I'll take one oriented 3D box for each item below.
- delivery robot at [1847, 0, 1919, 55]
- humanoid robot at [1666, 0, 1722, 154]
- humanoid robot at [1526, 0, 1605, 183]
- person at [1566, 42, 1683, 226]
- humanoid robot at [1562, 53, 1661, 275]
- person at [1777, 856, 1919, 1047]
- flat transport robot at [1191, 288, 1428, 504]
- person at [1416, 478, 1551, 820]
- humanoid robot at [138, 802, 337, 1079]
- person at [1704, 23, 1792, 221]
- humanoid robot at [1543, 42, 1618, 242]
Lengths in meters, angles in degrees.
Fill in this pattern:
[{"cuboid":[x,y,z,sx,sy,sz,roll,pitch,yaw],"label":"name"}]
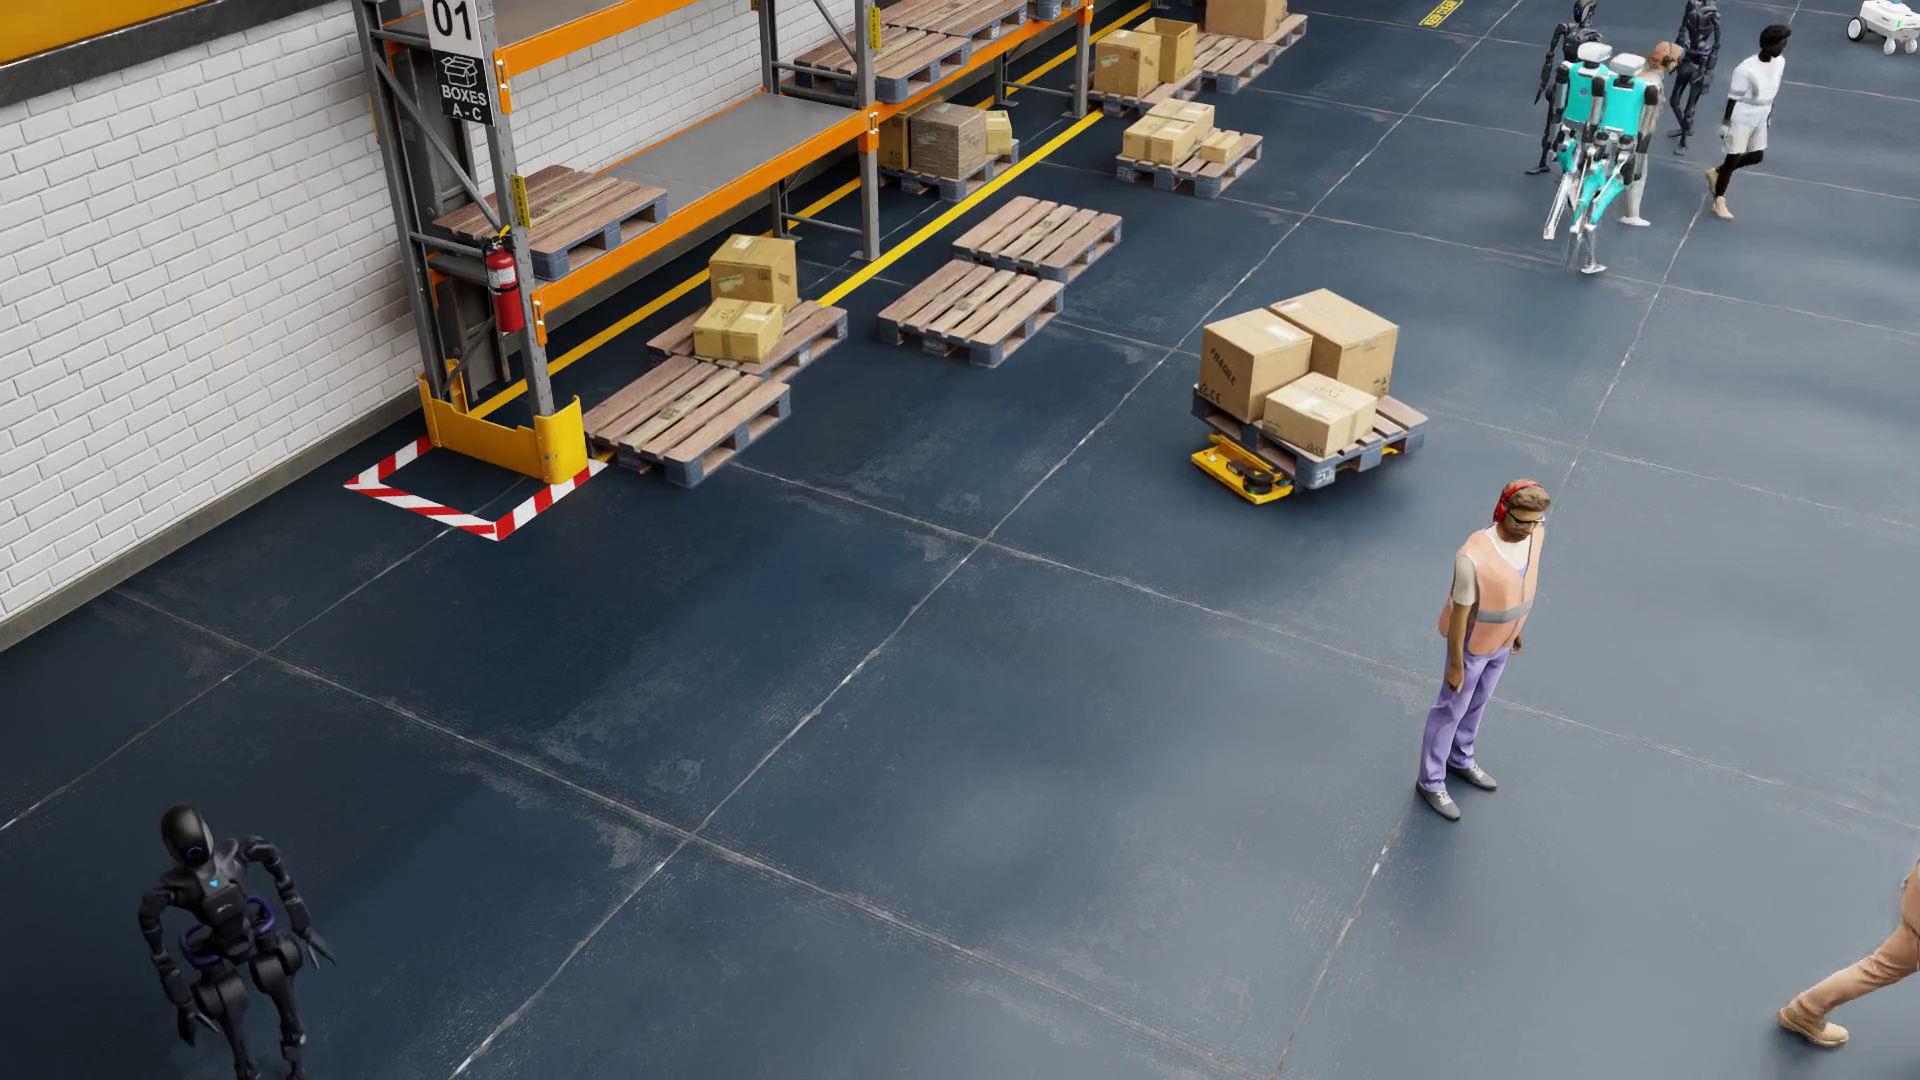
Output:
[{"cuboid":[10.429,-5.806,18.691,0.499,0.614,0.808,-5,34,-8],"label":"delivery robot"},{"cuboid":[6.953,-4.486,15.666,0.471,1.644,0.609,-8,34,-12],"label":"humanoid robot"},{"cuboid":[5.503,-4.063,15.005,0.315,1.657,0.599,-24,40,-31],"label":"humanoid robot"},{"cuboid":[5.671,-3.479,14.206,0.692,1.603,0.519,8,34,11],"label":"person"},{"cuboid":[5.076,-2.882,13.228,0.566,1.832,0.704,26,41,33],"label":"humanoid robot"},{"cuboid":[3.930,1.471,6.626,0.922,1.697,0.512,14,36,20],"label":"person"},{"cuboid":[2.311,-0.644,11.122,1.431,0.231,0.659,-20,38,-27],"label":"flat transport robot"},{"cuboid":[2.501,0.488,7.986,0.563,1.838,0.392,-24,41,-32],"label":"person"},{"cuboid":[-2.721,1.643,6.387,0.612,1.652,0.381,-28,42,-35],"label":"humanoid robot"},{"cuboid":[6.769,-3.644,14.378,0.552,1.677,0.451,-14,36,-20],"label":"person"},{"cuboid":[5.181,-3.291,13.812,0.530,1.773,0.748,22,39,30],"label":"humanoid robot"}]
